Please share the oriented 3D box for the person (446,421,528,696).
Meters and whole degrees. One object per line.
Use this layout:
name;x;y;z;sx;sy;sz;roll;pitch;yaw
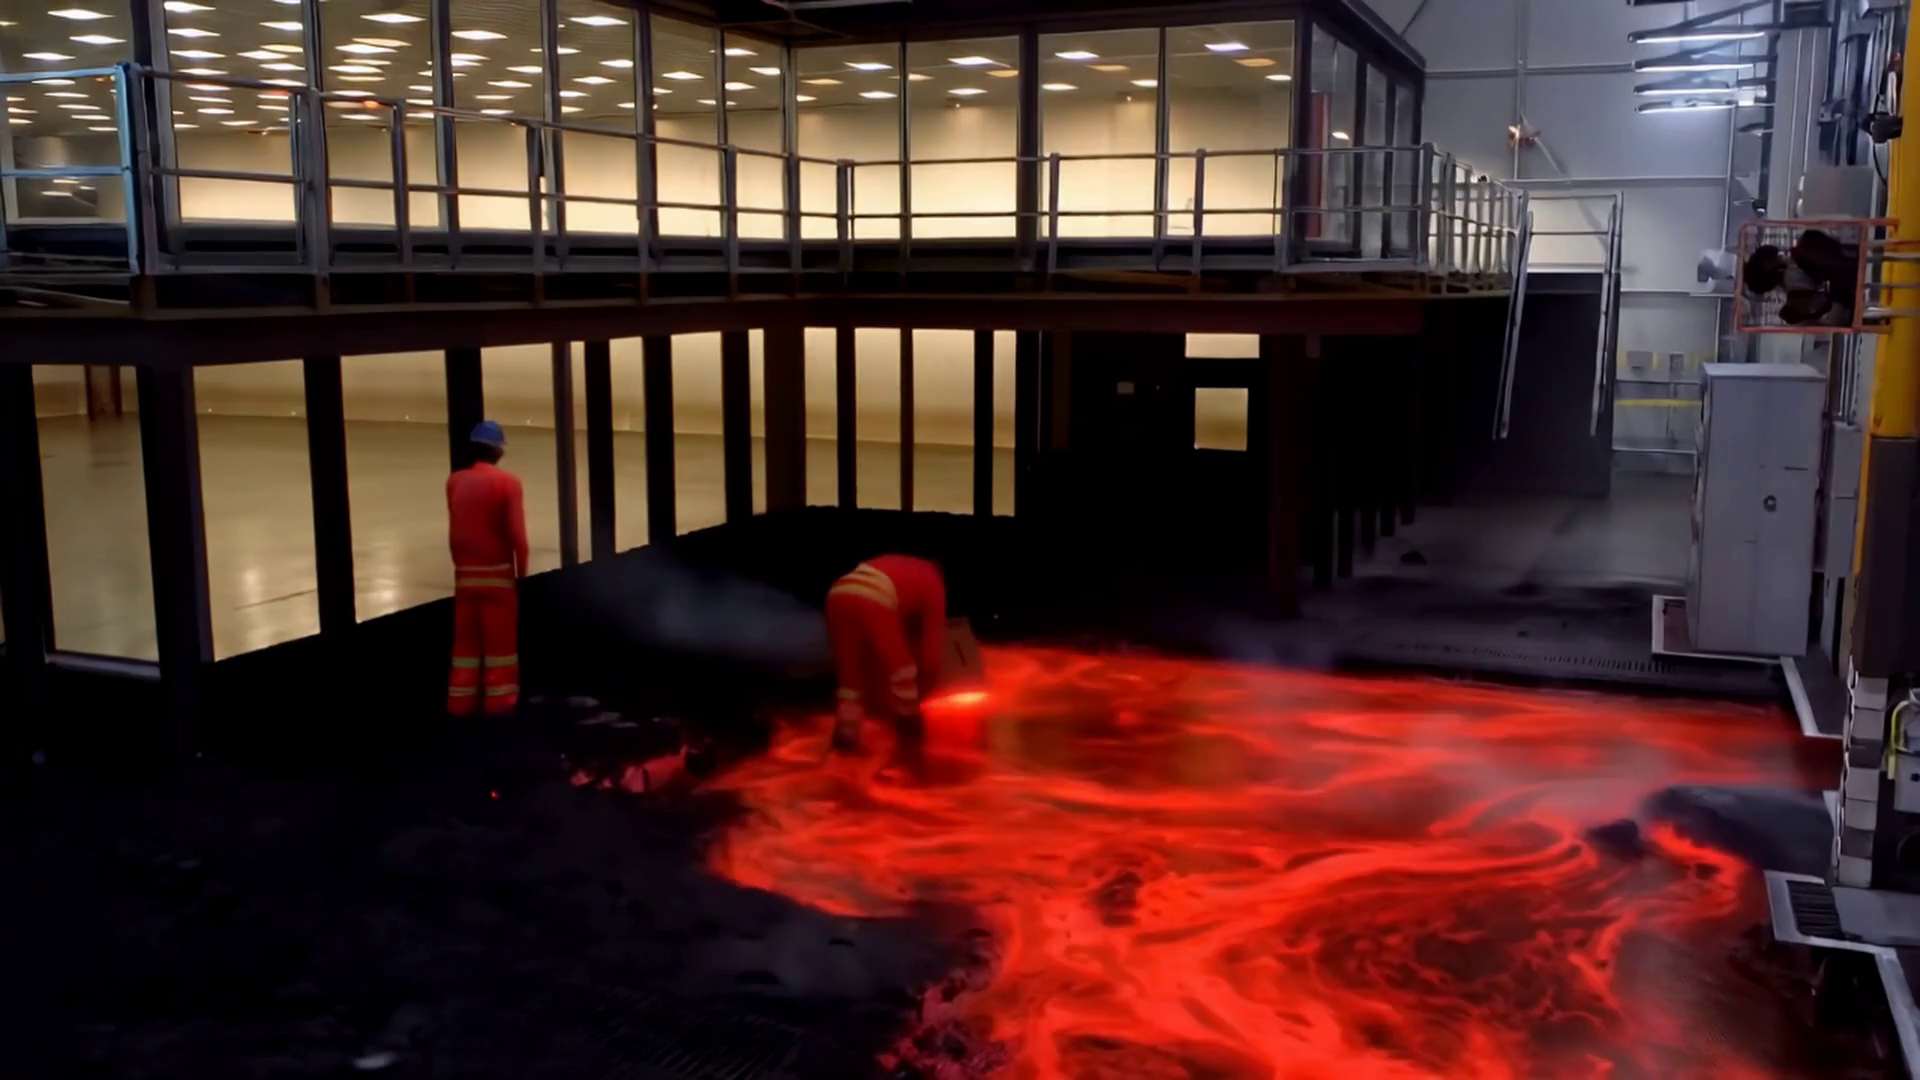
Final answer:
person;-3.391;0.136;12.001;0.607;1.986;0.398;2;9;11
